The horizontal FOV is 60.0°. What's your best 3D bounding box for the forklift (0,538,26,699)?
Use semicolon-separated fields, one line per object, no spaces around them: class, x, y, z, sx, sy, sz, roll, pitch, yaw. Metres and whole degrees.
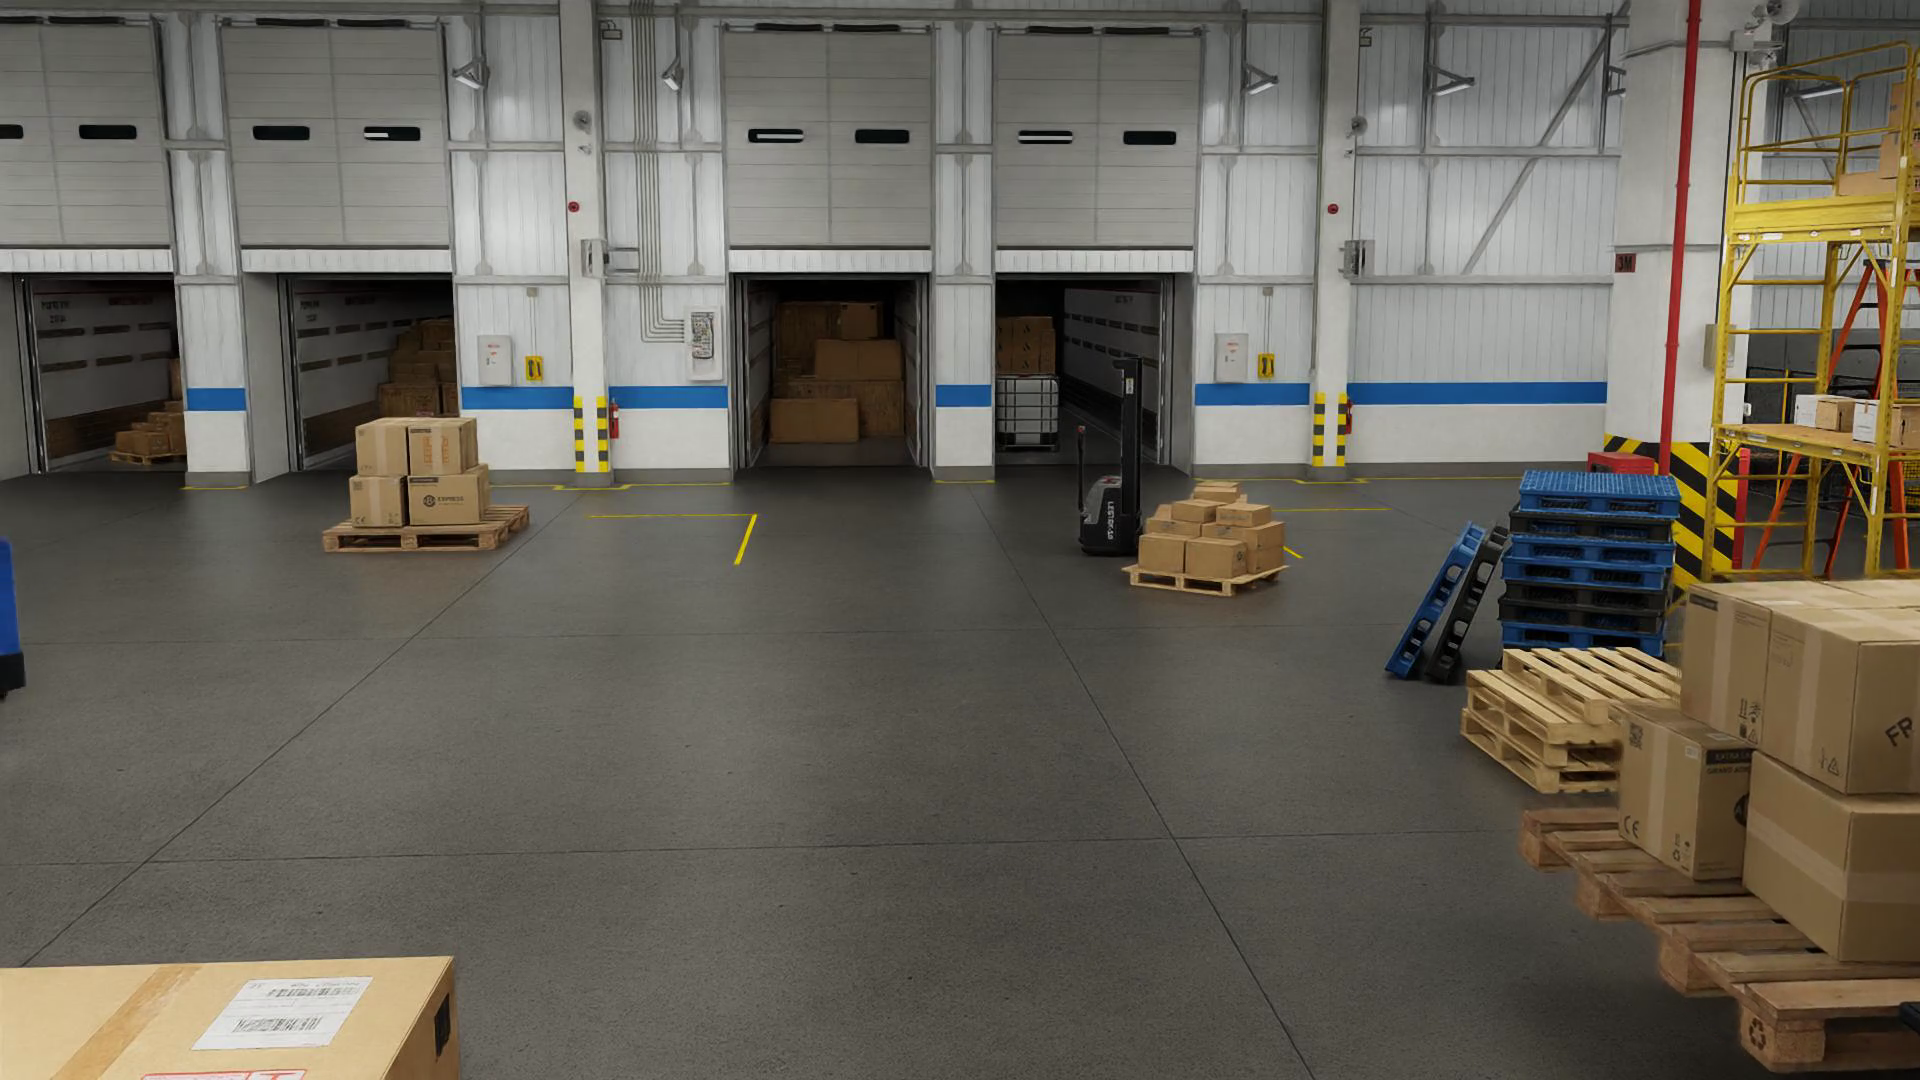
forklift;-7.113;-0.258;10.364;1.129;2.768;1.873;5;10;27

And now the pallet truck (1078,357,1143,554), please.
pallet truck;2.088;-0.836;16.757;1.885;1.965;0.823;2;9;13
